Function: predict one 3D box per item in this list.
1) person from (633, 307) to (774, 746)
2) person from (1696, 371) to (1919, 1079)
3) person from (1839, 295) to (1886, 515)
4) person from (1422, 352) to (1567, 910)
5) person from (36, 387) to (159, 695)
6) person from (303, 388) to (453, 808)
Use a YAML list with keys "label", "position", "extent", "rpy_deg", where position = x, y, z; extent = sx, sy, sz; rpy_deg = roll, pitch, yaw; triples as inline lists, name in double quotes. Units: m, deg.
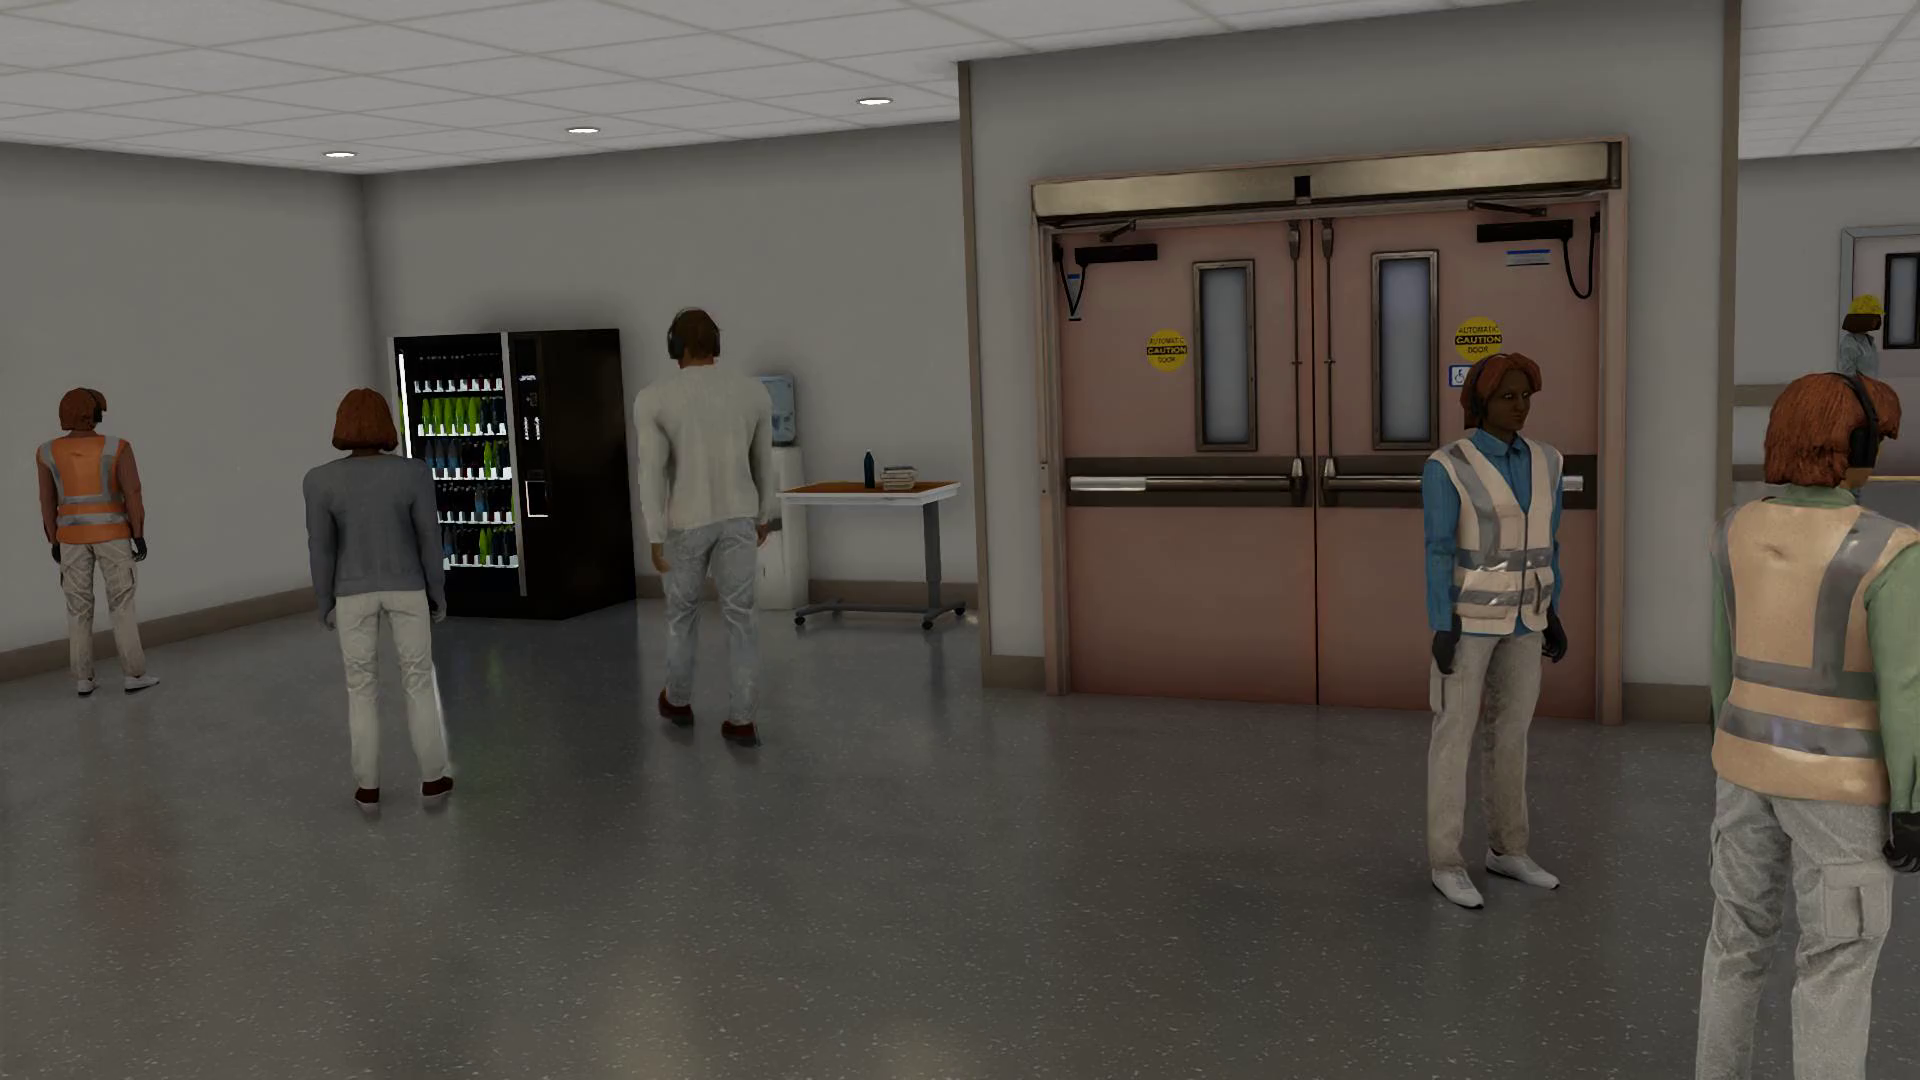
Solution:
- label: "person"
  position: [-1.140, -0.073, 7.437]
  extent: [0.643, 1.899, 0.929]
  rpy_deg: [-5, 8, -22]
- label: "person"
  position: [1.678, 0.487, 3.290]
  extent: [0.318, 1.630, 0.514]
  rpy_deg: [-5, 8, -19]
- label: "person"
  position: [6.963, -1.023, 12.872]
  extent: [0.480, 1.734, 0.335]
  rpy_deg: [-9, 10, -44]
- label: "person"
  position: [1.607, 0.261, 4.998]
  extent: [0.515, 1.641, 0.314]
  rpy_deg: [-6, 8, -24]
- label: "person"
  position: [-4.597, 0.011, 8.851]
  extent: [0.514, 1.641, 0.309]
  rpy_deg: [-3, 7, -7]
- label: "person"
  position: [-2.260, 0.226, 6.492]
  extent: [0.498, 1.634, 0.278]
  rpy_deg: [-4, 8, -14]
